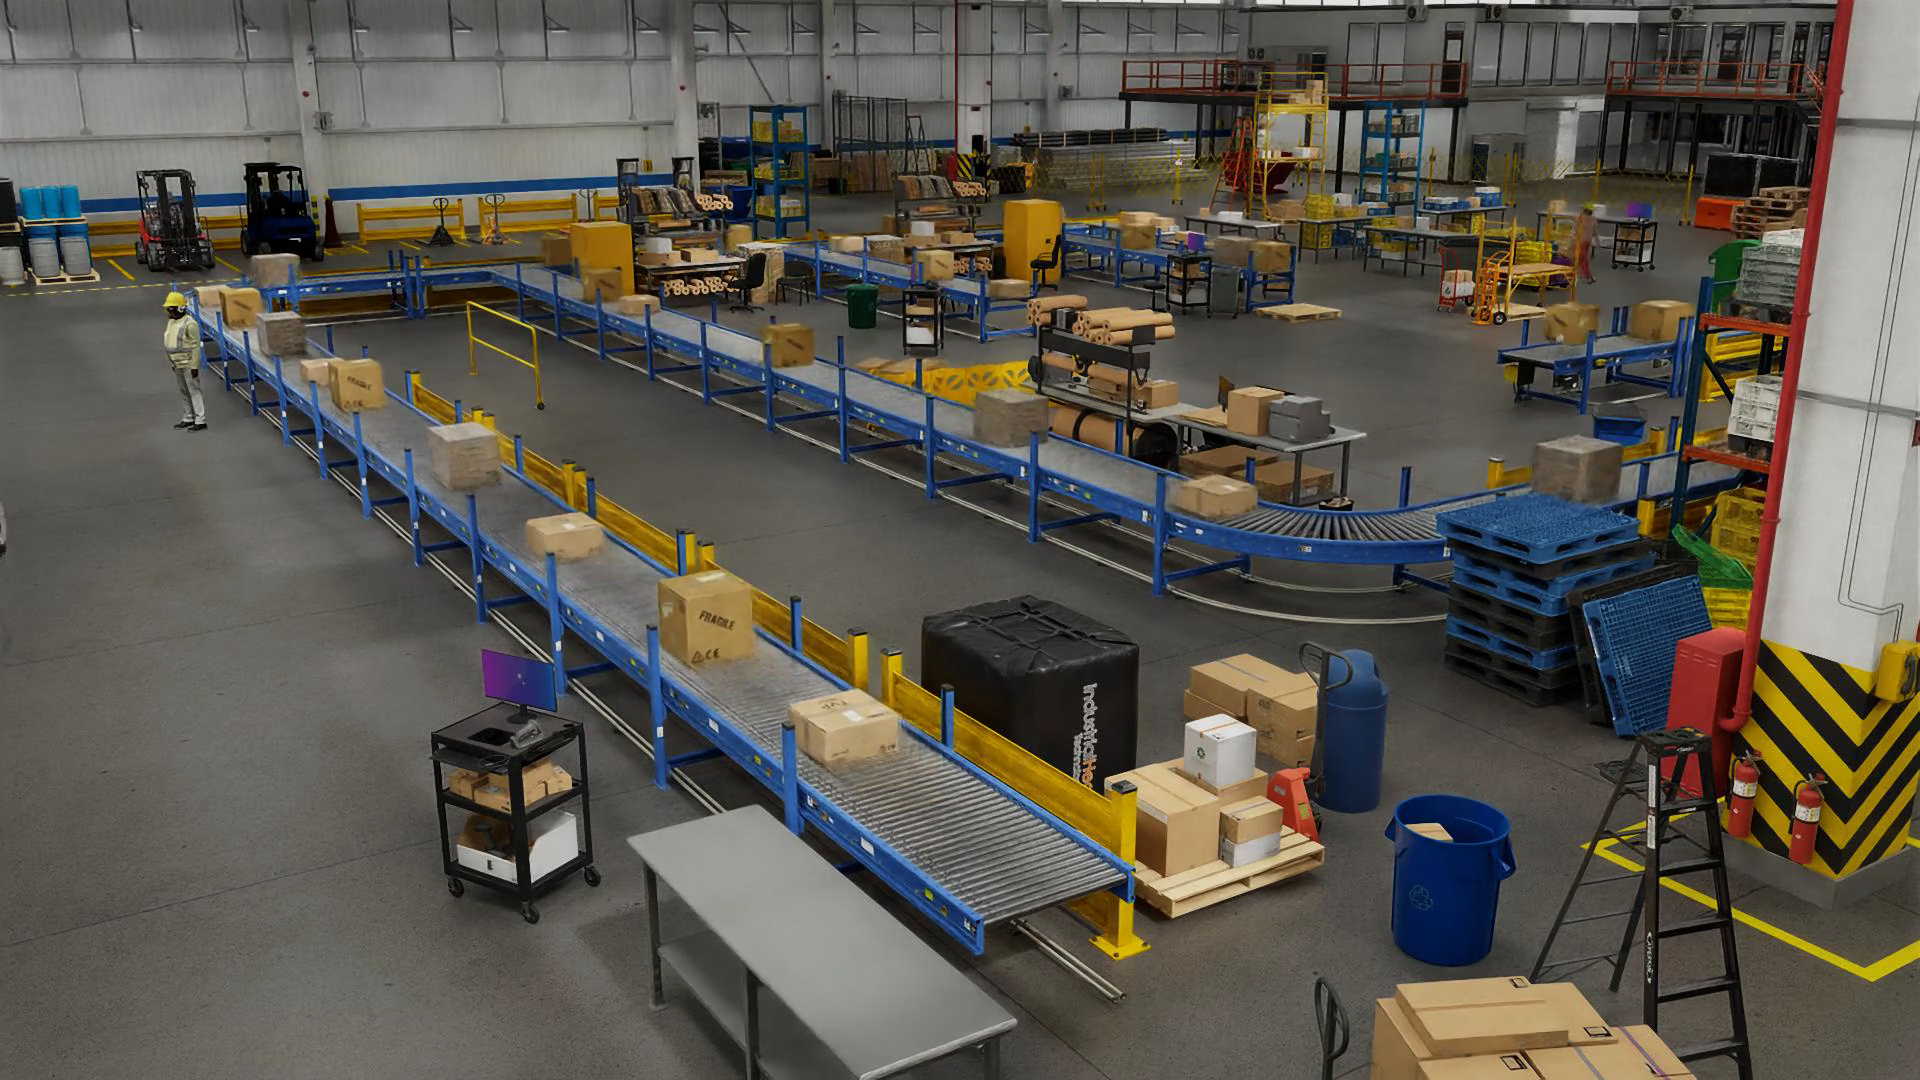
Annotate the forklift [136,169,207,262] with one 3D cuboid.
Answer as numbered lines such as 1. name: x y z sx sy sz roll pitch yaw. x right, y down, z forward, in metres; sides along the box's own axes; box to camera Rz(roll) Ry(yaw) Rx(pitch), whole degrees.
1. forklift: -17.842 -7.318 37.559 1.157 1.987 2.680 -10 20 -31

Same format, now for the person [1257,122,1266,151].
1. person: 11.795 -15.490 65.476 0.609 1.873 0.406 -10 20 -31

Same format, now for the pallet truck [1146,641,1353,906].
1. pallet truck: 1.664 1.407 10.232 1.630 1.274 0.653 -10 20 -31

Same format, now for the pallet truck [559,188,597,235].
1. pallet truck: -10.010 -8.652 43.699 0.653 1.274 1.630 -10 20 -31

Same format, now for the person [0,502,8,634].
1. person: -8.338 -0.003 13.912 0.660 1.888 0.574 -7 18 -21

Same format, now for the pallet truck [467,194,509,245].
1. pallet truck: -11.983 -8.177 42.137 0.704 1.261 1.522 -11 20 -33

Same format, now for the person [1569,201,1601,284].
1. person: 13.210 -6.265 35.051 0.525 1.712 0.932 -8 18 -24

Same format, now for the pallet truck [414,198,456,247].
1. pallet truck: -13.250 -8.060 41.856 0.680 1.201 1.601 -10 20 -31

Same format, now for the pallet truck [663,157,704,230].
1. pallet truck: -7.586 -9.308 44.692 0.823 1.965 1.885 -11 20 -33

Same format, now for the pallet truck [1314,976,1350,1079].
1. pallet truck: 2.299 2.390 7.086 1.601 1.201 0.680 -2 17 -7

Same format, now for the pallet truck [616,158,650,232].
1. pallet truck: -8.918 -9.176 44.255 0.823 1.965 1.885 -9 19 -27

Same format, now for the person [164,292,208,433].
1. person: -10.137 -2.321 21.724 0.586 1.833 0.404 12 21 35

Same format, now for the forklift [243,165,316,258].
1. forklift: -15.898 -7.669 38.708 1.157 1.987 2.680 -11 20 -33
